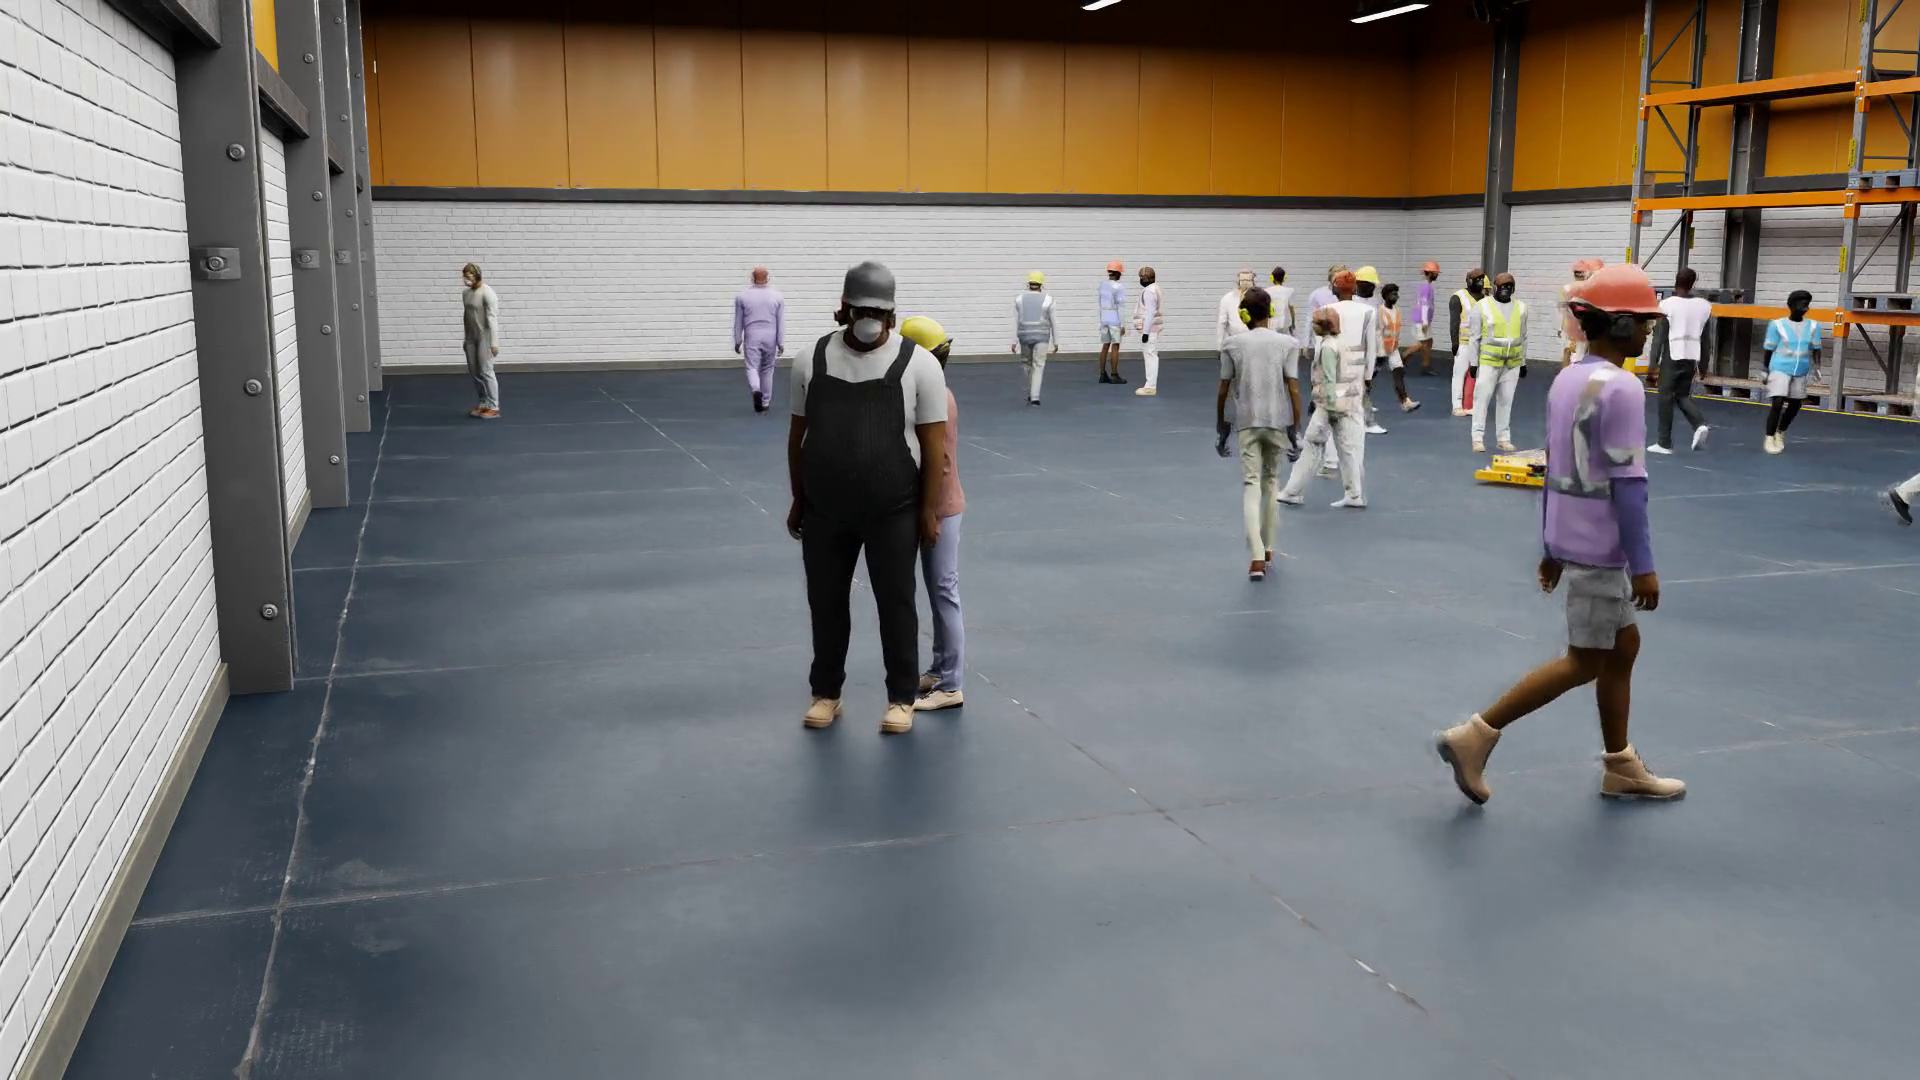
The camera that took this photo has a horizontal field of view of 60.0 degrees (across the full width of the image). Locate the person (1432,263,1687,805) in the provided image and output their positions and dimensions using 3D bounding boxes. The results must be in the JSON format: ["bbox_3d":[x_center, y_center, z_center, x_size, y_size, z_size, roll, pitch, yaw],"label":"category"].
[{"bbox_3d":[2.227,0.008,6.050,0.917,2.013,0.610,1,10,4],"label":"person"}]

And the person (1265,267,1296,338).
[{"bbox_3d":[4.798,-3.213,25.254,0.521,1.813,0.981,0,10,1],"label":"person"}]

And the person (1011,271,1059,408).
[{"bbox_3d":[1.026,-2.680,22.217,0.618,1.789,0.886,3,10,15],"label":"person"}]

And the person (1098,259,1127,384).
[{"bbox_3d":[2.396,-3.404,25.989,0.371,1.935,0.550,-7,12,-36],"label":"person"}]

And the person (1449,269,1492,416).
[{"bbox_3d":[6.434,-2.475,20.880,0.625,1.846,0.429,-4,11,-21],"label":"person"}]

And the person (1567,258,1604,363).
[{"bbox_3d":[7.866,-2.529,20.811,0.601,1.977,0.463,-2,10,-10],"label":"person"}]

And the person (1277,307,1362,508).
[{"bbox_3d":[2.881,-1.053,13.343,0.810,1.605,0.527,5,11,25],"label":"person"}]

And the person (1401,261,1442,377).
[{"bbox_3d":[7.568,-3.628,27.339,0.709,1.915,0.565,3,10,19],"label":"person"}]

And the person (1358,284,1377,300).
[{"bbox_3d":[6.874,-3.658,28.473,0.511,1.595,0.844,3,10,19],"label":"person"}]

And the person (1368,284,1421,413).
[{"bbox_3d":[5.433,-2.410,21.059,0.536,1.640,0.911,-6,11,-31],"label":"person"}]

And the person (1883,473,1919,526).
[{"bbox_3d":[7.149,-0.945,12.120,0.535,1.818,0.599,4,11,23],"label":"person"}]

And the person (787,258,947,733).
[{"bbox_3d":[-0.416,-0.191,7.087,0.689,2.000,0.535,2,10,11],"label":"person"}]

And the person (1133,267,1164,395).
[{"bbox_3d":[2.711,-3.008,23.994,0.430,1.838,0.624,2,10,14],"label":"person"}]

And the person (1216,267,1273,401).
[{"bbox_3d":[3.458,-2.367,20.198,0.675,1.875,0.844,3,10,15],"label":"person"}]

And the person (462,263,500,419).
[{"bbox_3d":[-5.907,-2.461,20.586,0.655,1.915,0.444,8,13,40],"label":"person"}]

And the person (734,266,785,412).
[{"bbox_3d":[-2.557,-2.566,21.300,0.650,1.883,0.810,-2,10,-10],"label":"person"}]

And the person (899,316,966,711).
[{"bbox_3d":[-0.140,-0.115,7.463,0.328,1.762,0.523,-1,10,-4],"label":"person"}]

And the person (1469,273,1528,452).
[{"bbox_3d":[5.539,-1.818,17.093,0.633,1.839,0.429,-1,10,-7],"label":"person"}]

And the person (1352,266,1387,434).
[{"bbox_3d":[4.600,-2.168,18.968,0.607,1.892,0.818,-8,13,-39],"label":"person"}]

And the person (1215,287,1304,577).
[{"bbox_3d":[1.917,-0.695,10.651,0.544,1.820,0.918,1,10,4],"label":"person"}]

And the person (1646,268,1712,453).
[{"bbox_3d":[7.321,-1.803,16.837,0.618,1.893,0.577,-3,10,-15],"label":"person"}]

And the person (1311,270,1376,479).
[{"bbox_3d":[3.477,-1.495,15.087,0.584,1.883,0.337,-2,10,-10],"label":"person"}]

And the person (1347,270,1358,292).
[{"bbox_3d":[5.041,-2.674,22.010,0.657,1.864,0.976,3,10,18],"label":"person"}]

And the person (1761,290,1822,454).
[{"bbox_3d":[8.478,-1.725,17.027,0.547,1.674,0.570,0,10,-2],"label":"person"}]

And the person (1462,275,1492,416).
[{"bbox_3d":[6.501,-2.448,20.949,0.328,1.767,0.532,0,10,2],"label":"person"}]

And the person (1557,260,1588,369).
[{"bbox_3d":[9.261,-3.205,24.901,0.583,1.925,0.417,4,11,21],"label":"person"}]

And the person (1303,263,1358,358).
[{"bbox_3d":[4.424,-2.326,19.794,0.656,1.919,0.455,3,10,15],"label":"person"}]

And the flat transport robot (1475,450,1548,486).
[{"bbox_3d":[5.322,-0.672,14.989,1.431,0.197,0.652,-9,13,-41],"label":"flat transport robot"}]
